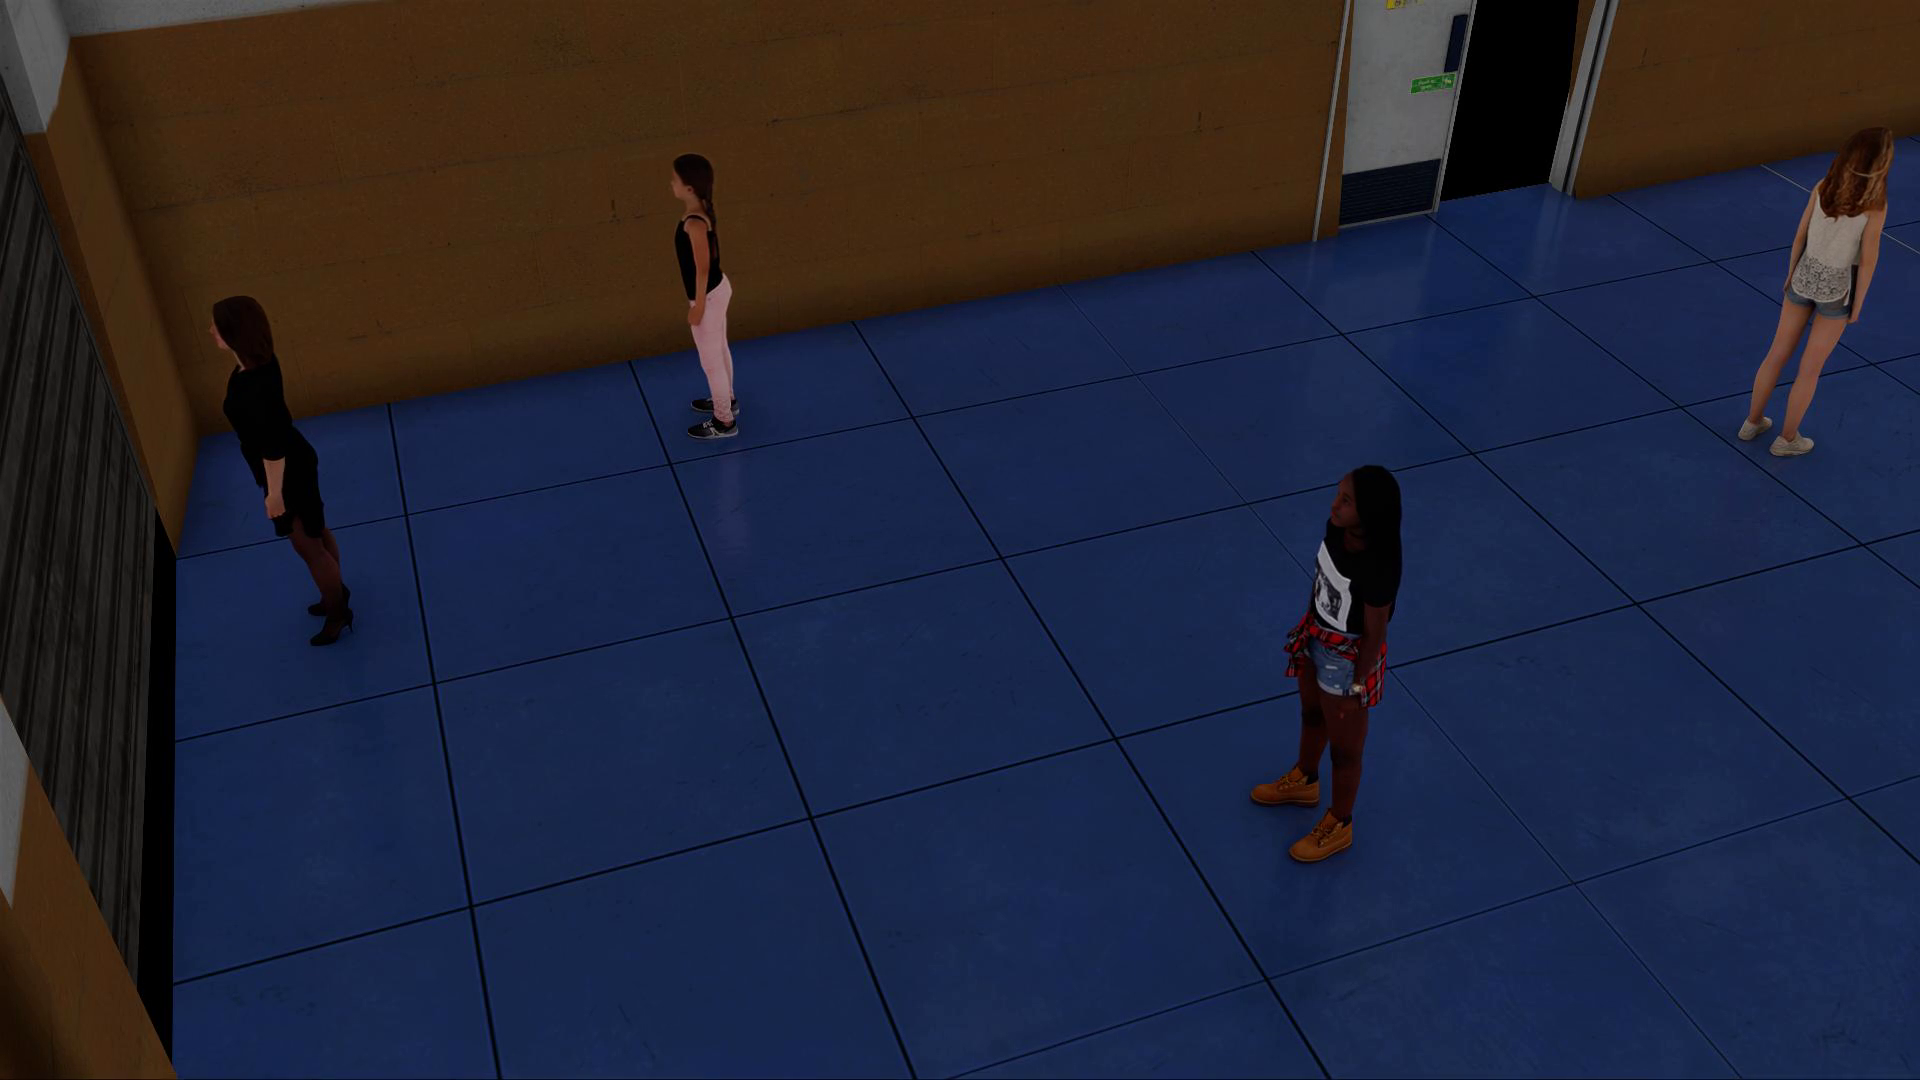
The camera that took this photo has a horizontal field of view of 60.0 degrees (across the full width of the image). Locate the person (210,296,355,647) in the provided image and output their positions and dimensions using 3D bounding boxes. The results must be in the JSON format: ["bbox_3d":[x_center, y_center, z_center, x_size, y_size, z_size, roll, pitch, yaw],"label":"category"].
[{"bbox_3d":[-2.866,-0.284,7.092,0.657,1.706,0.449,-10,38,-13],"label":"person"}]

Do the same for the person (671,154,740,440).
[{"bbox_3d":[-1.291,-1.245,8.504,0.676,1.565,0.571,2,37,2],"label":"person"}]

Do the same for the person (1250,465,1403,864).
[{"bbox_3d":[1.396,0.445,6.116,0.669,1.729,0.540,-10,38,-13],"label":"person"}]

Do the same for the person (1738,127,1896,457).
[{"bbox_3d":[4.292,-1.225,8.315,0.671,1.760,0.521,-21,42,-25],"label":"person"}]
